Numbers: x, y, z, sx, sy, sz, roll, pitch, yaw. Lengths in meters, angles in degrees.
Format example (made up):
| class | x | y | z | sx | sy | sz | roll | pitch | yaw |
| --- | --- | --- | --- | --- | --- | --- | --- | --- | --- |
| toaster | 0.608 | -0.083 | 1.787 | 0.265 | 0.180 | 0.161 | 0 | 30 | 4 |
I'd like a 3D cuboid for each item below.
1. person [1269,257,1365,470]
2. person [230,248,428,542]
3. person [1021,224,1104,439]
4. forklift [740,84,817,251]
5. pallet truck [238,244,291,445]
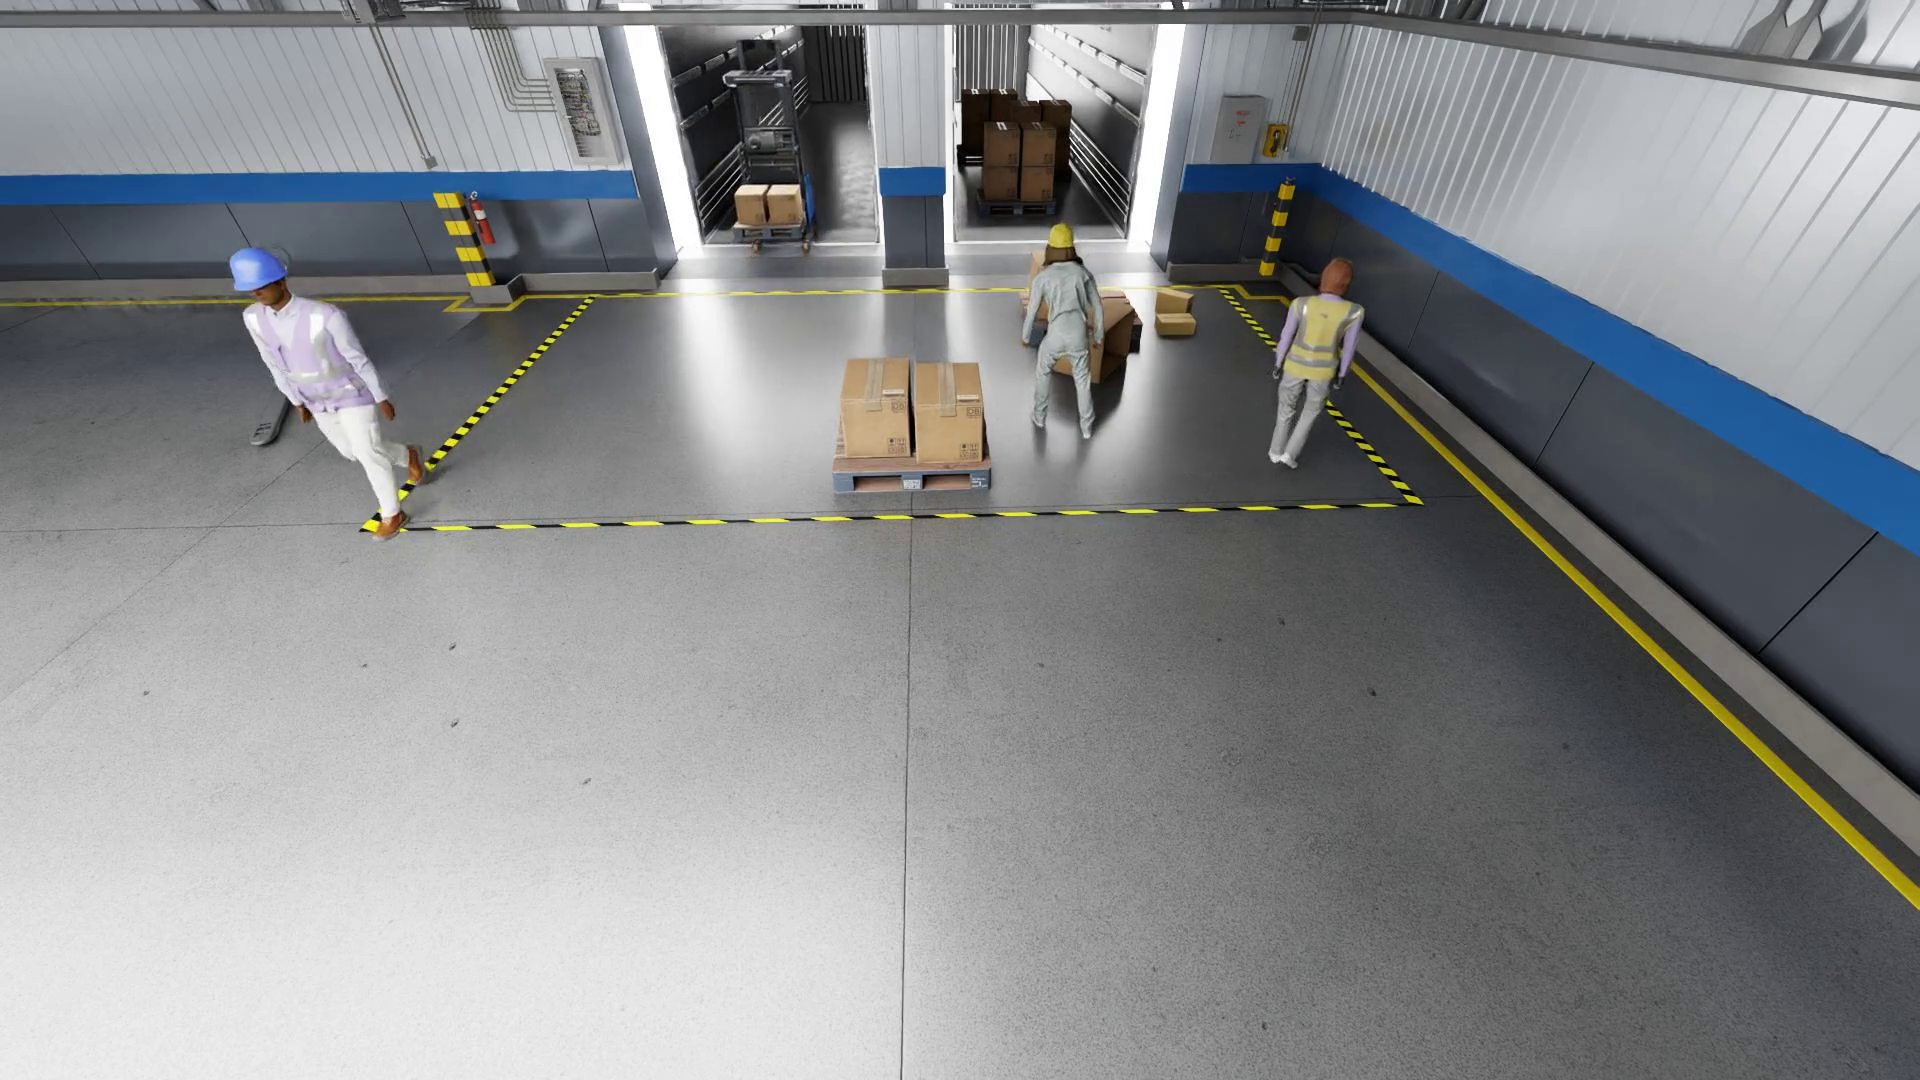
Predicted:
| class | x | y | z | sx | sy | sz | roll | pitch | yaw |
| --- | --- | --- | --- | --- | --- | --- | --- | --- | --- |
| person | 2.583 | -1.240 | 5.429 | 0.525 | 1.632 | 0.441 | 16 | 41 | 19 |
| person | -4.102 | -0.982 | 4.874 | 0.627 | 1.922 | 0.874 | 0 | 38 | 1 |
| person | 0.842 | -1.654 | 5.949 | 0.653 | 1.652 | 0.575 | -1 | 38 | -2 |
| forklift | -2.520 | -5.305 | 10.223 | 0.716 | 2.013 | 0.776 | -2 | 39 | -2 |
| pallet truck | -5.915 | -1.733 | 6.366 | 0.680 | 1.201 | 1.601 | -18 | 42 | -21 |
